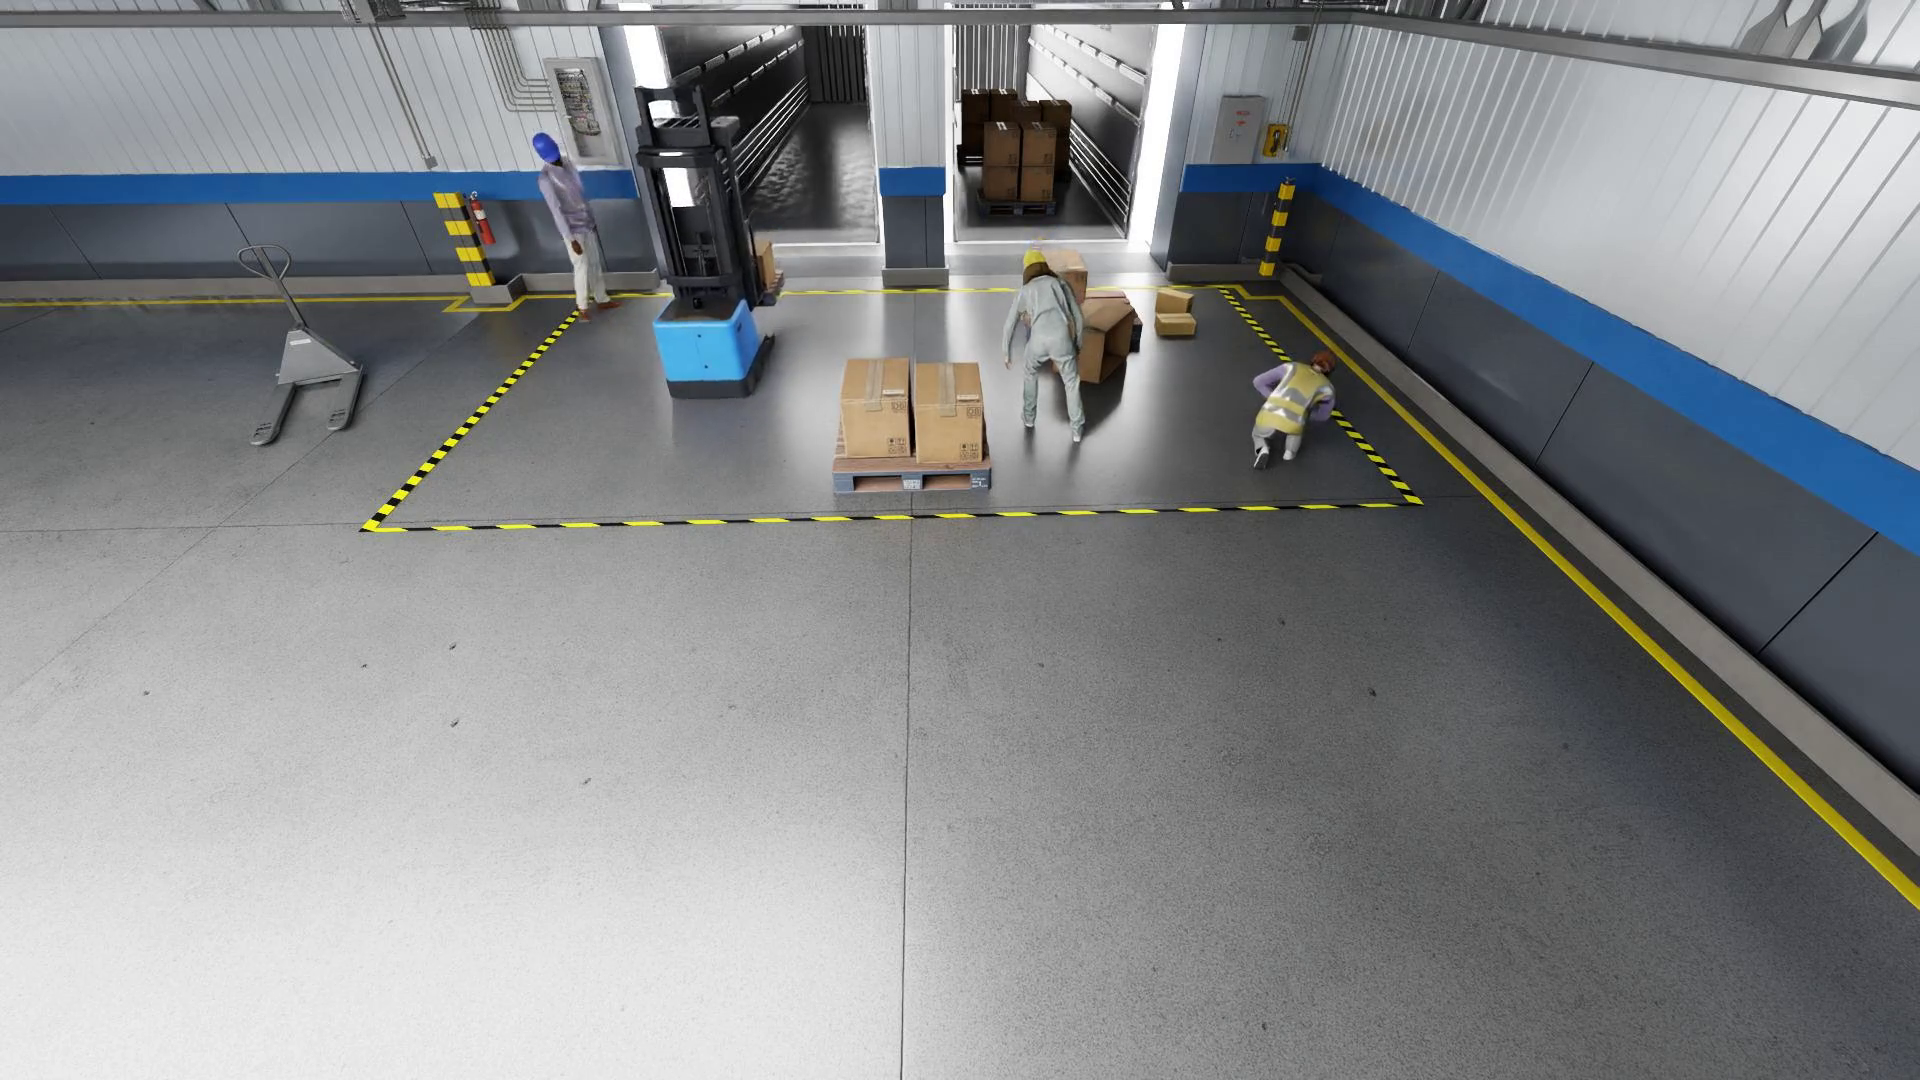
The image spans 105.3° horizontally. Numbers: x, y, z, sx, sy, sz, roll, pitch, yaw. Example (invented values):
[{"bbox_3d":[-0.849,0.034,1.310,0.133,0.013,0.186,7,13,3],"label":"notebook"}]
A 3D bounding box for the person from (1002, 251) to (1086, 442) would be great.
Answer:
[{"bbox_3d":[0.737,-1.608,6.113,0.753,1.372,0.746,7,39,8],"label":"person"}]

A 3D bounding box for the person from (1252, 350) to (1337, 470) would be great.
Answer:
[{"bbox_3d":[2.622,-1.037,5.889,0.651,0.814,0.913,19,42,22],"label":"person"}]

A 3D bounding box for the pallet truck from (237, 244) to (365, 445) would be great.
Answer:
[{"bbox_3d":[-5.915,-1.733,6.366,0.680,1.201,1.601,-18,42,-21],"label":"pallet truck"}]

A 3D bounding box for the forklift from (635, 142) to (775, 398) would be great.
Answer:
[{"bbox_3d":[-2.314,-2.328,6.470,0.716,2.013,0.776,-1,38,-1],"label":"forklift"}]

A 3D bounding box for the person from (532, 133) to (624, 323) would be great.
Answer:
[{"bbox_3d":[-4.117,-3.317,7.845,0.387,1.896,0.704,1,38,1],"label":"person"}]
